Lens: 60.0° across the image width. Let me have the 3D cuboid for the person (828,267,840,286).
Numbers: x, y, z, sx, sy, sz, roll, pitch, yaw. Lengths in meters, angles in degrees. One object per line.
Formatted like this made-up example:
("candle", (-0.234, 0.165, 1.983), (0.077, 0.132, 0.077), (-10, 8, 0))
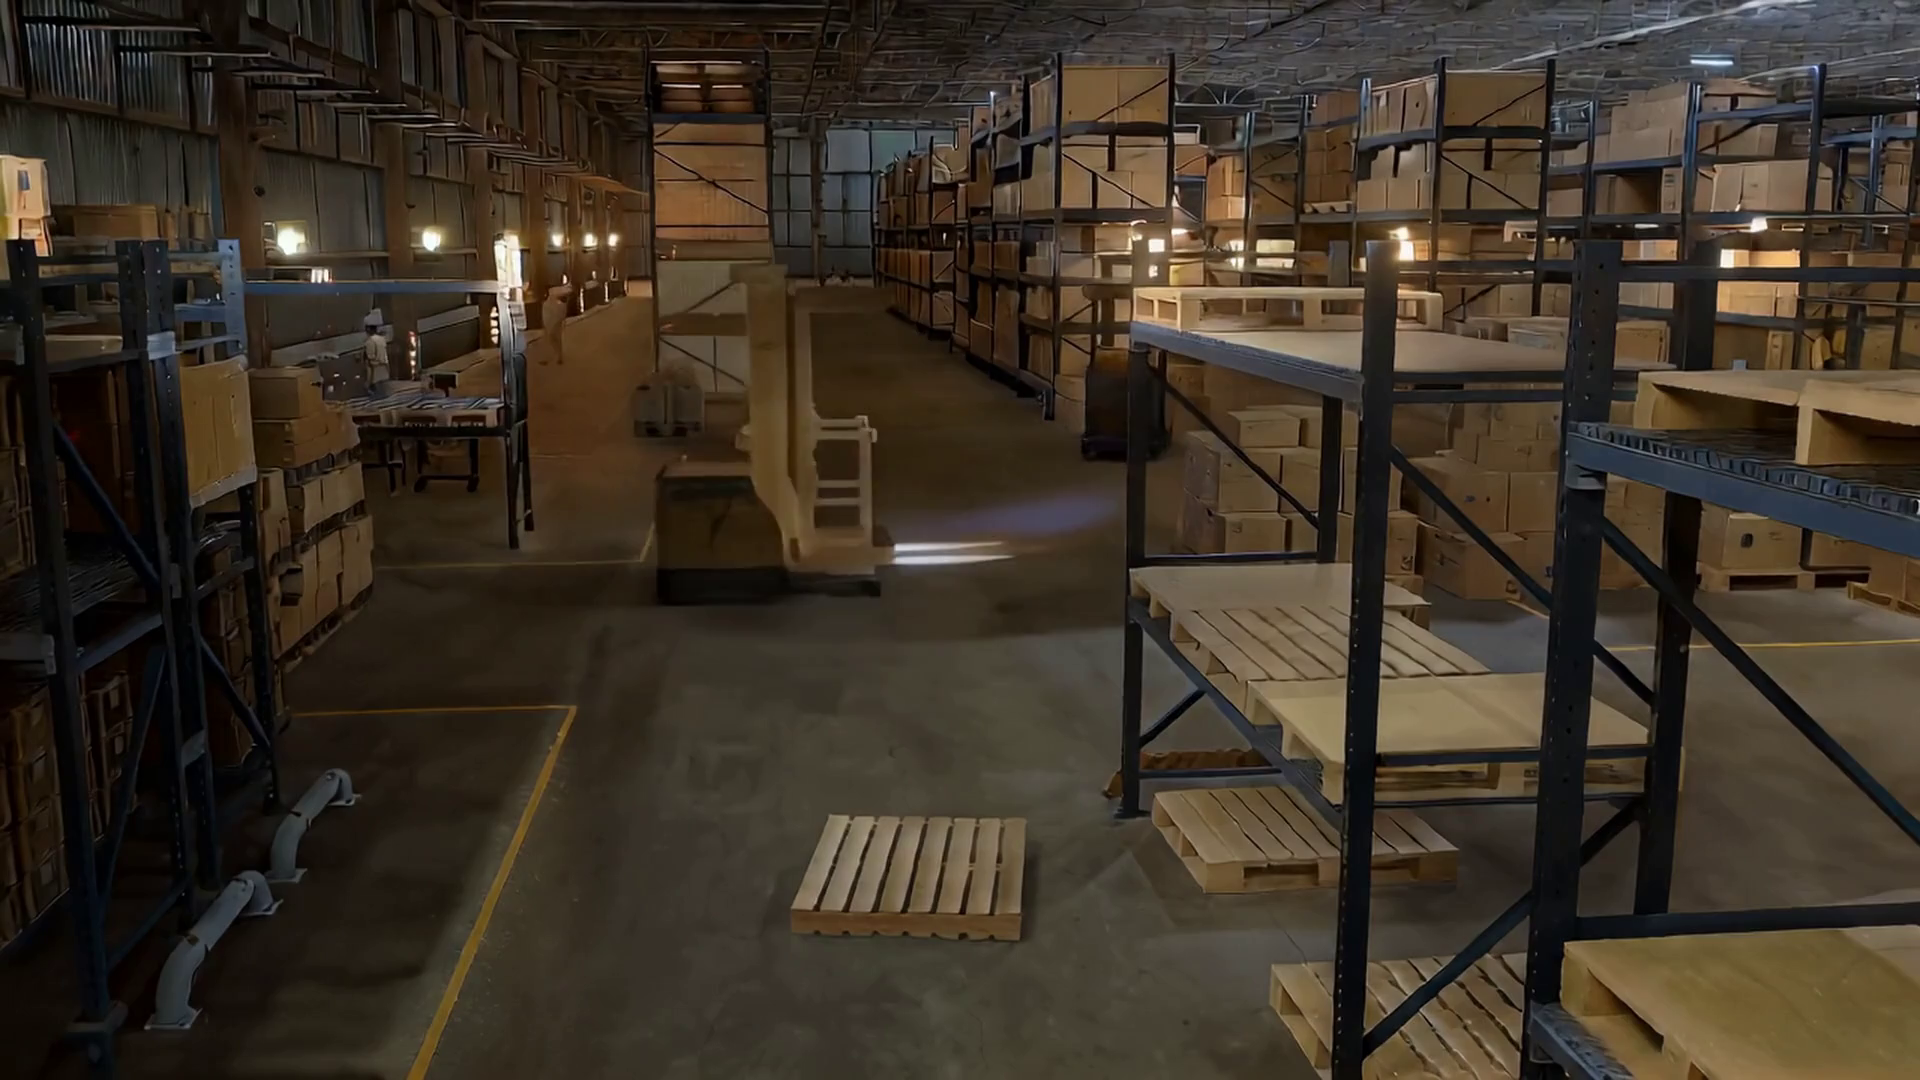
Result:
("person", (-5.341, -10.584, 70.274), (0.565, 1.906, 0.809), (1, 10, 6))

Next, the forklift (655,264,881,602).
("forklift", (-1.655, -0.952, 14.208), (1.873, 2.768, 1.129), (-1, 10, -6))

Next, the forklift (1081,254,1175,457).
("forklift", (2.464, -2.681, 23.790), (1.129, 2.768, 1.873), (3, 11, 14))

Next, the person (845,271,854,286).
("person", (-5.148, -11.657, 77.073), (0.521, 1.599, 0.853), (4, 11, 19))

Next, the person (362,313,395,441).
("person", (-8.847, -2.460, 25.177), (0.376, 1.935, 0.550), (2, 10, 13))

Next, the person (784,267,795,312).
("person", (-7.248, -10.524, 69.958), (0.650, 1.893, 0.484), (-1, 10, -6))

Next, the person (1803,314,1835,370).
("person", (13.139, -2.499, 25.481), (0.397, 1.911, 0.587), (10, 14, 44))

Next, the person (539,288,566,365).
("person", (-9.894, -5.151, 40.243), (0.680, 1.872, 0.864), (3, 11, 15))

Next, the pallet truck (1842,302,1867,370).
("pallet truck", (15.846, -3.142, 28.793), (1.885, 1.965, 0.823), (2, 10, 12))
